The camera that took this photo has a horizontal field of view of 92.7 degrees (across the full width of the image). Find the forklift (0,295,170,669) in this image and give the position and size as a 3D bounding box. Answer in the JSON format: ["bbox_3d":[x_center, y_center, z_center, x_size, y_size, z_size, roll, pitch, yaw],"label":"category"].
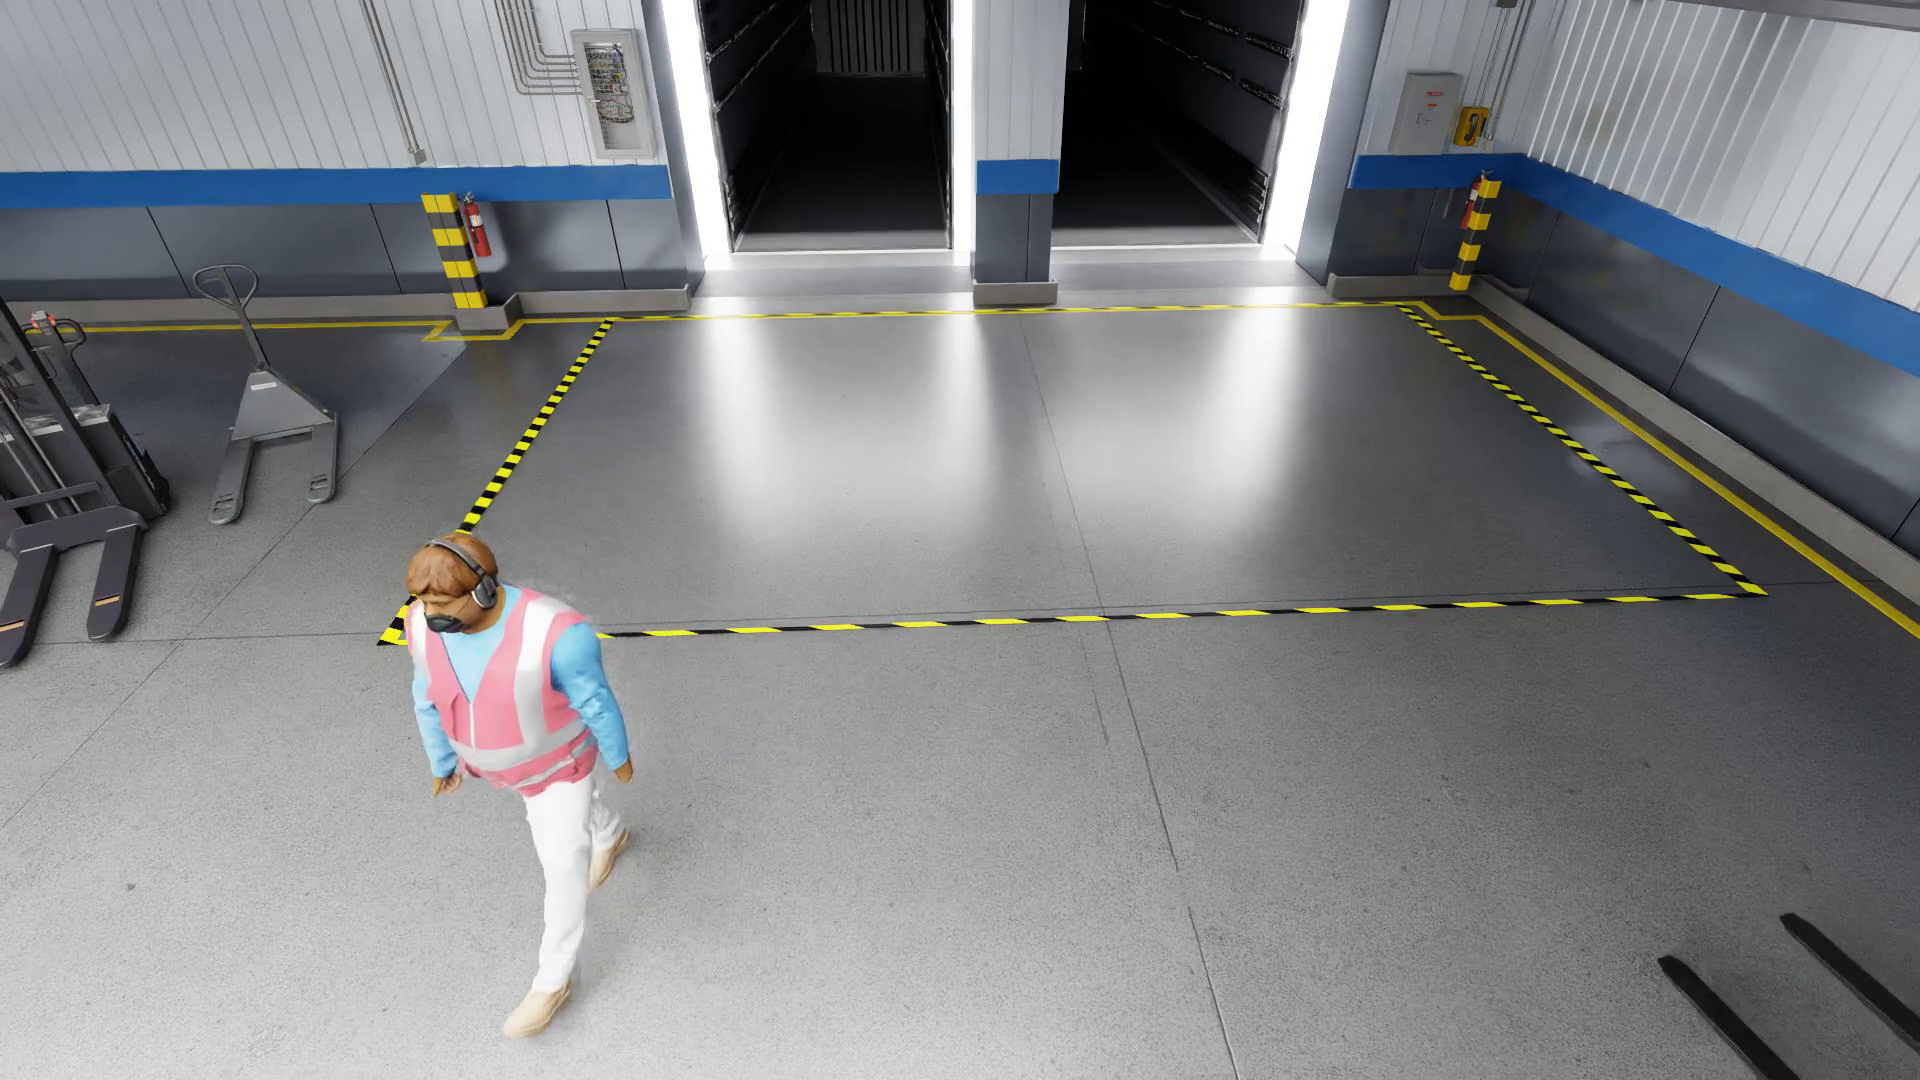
[{"bbox_3d":[-5.212,-0.618,4.878,0.823,1.965,1.885,-20,39,-26],"label":"forklift"}]

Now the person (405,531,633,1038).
[{"bbox_3d":[-1.495,0.786,3.029,0.652,1.799,0.928,9,36,13],"label":"person"}]

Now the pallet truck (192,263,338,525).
[{"bbox_3d":[-4.778,-1.027,6.128,0.680,1.201,1.601,-17,38,-23],"label":"pallet truck"}]
